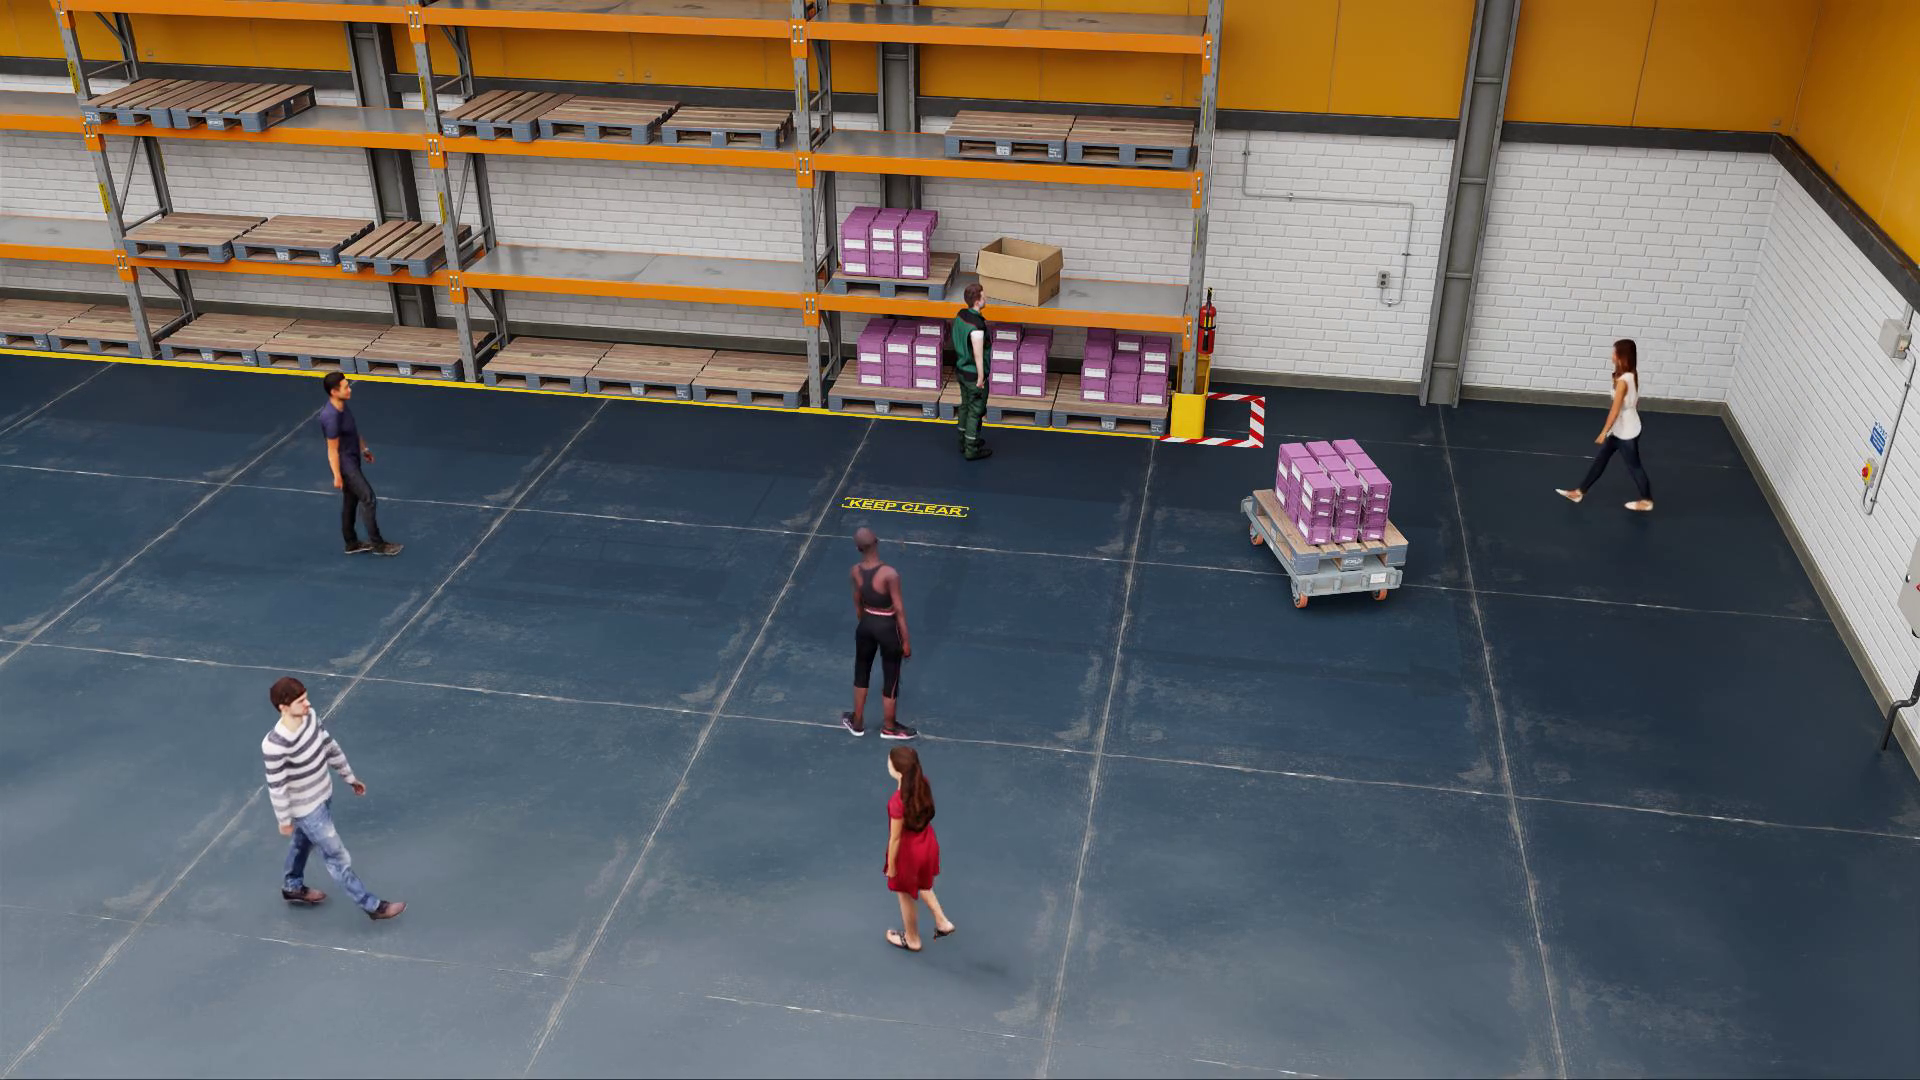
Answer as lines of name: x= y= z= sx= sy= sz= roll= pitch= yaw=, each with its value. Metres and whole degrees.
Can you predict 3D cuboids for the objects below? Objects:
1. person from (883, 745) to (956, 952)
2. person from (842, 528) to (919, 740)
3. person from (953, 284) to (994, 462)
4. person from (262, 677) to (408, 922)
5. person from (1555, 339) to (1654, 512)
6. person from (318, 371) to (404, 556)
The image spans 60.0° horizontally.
person: x=-0.235 y=1.940 z=10.309 sx=0.834 sy=1.541 sz=0.707 roll=18 pitch=33 yaw=29
person: x=-0.583 y=0.727 z=12.329 sx=0.885 sy=1.737 sz=0.687 roll=-23 pitch=36 yaw=-35
person: x=0.129 y=-1.702 z=16.672 sx=0.772 sy=1.842 sz=0.735 roll=-13 pitch=31 yaw=-23
person: x=-4.220 y=1.656 z=10.557 sx=1.162 sy=1.803 sz=0.718 roll=2 pitch=29 yaw=5
person: x=6.312 y=-1.016 z=15.543 sx=1.154 sy=1.718 sz=0.700 roll=11 pitch=31 yaw=20
person: x=-5.546 y=-0.667 z=14.847 sx=0.881 sy=1.773 sz=0.803 roll=-5 pitch=29 yaw=-9
